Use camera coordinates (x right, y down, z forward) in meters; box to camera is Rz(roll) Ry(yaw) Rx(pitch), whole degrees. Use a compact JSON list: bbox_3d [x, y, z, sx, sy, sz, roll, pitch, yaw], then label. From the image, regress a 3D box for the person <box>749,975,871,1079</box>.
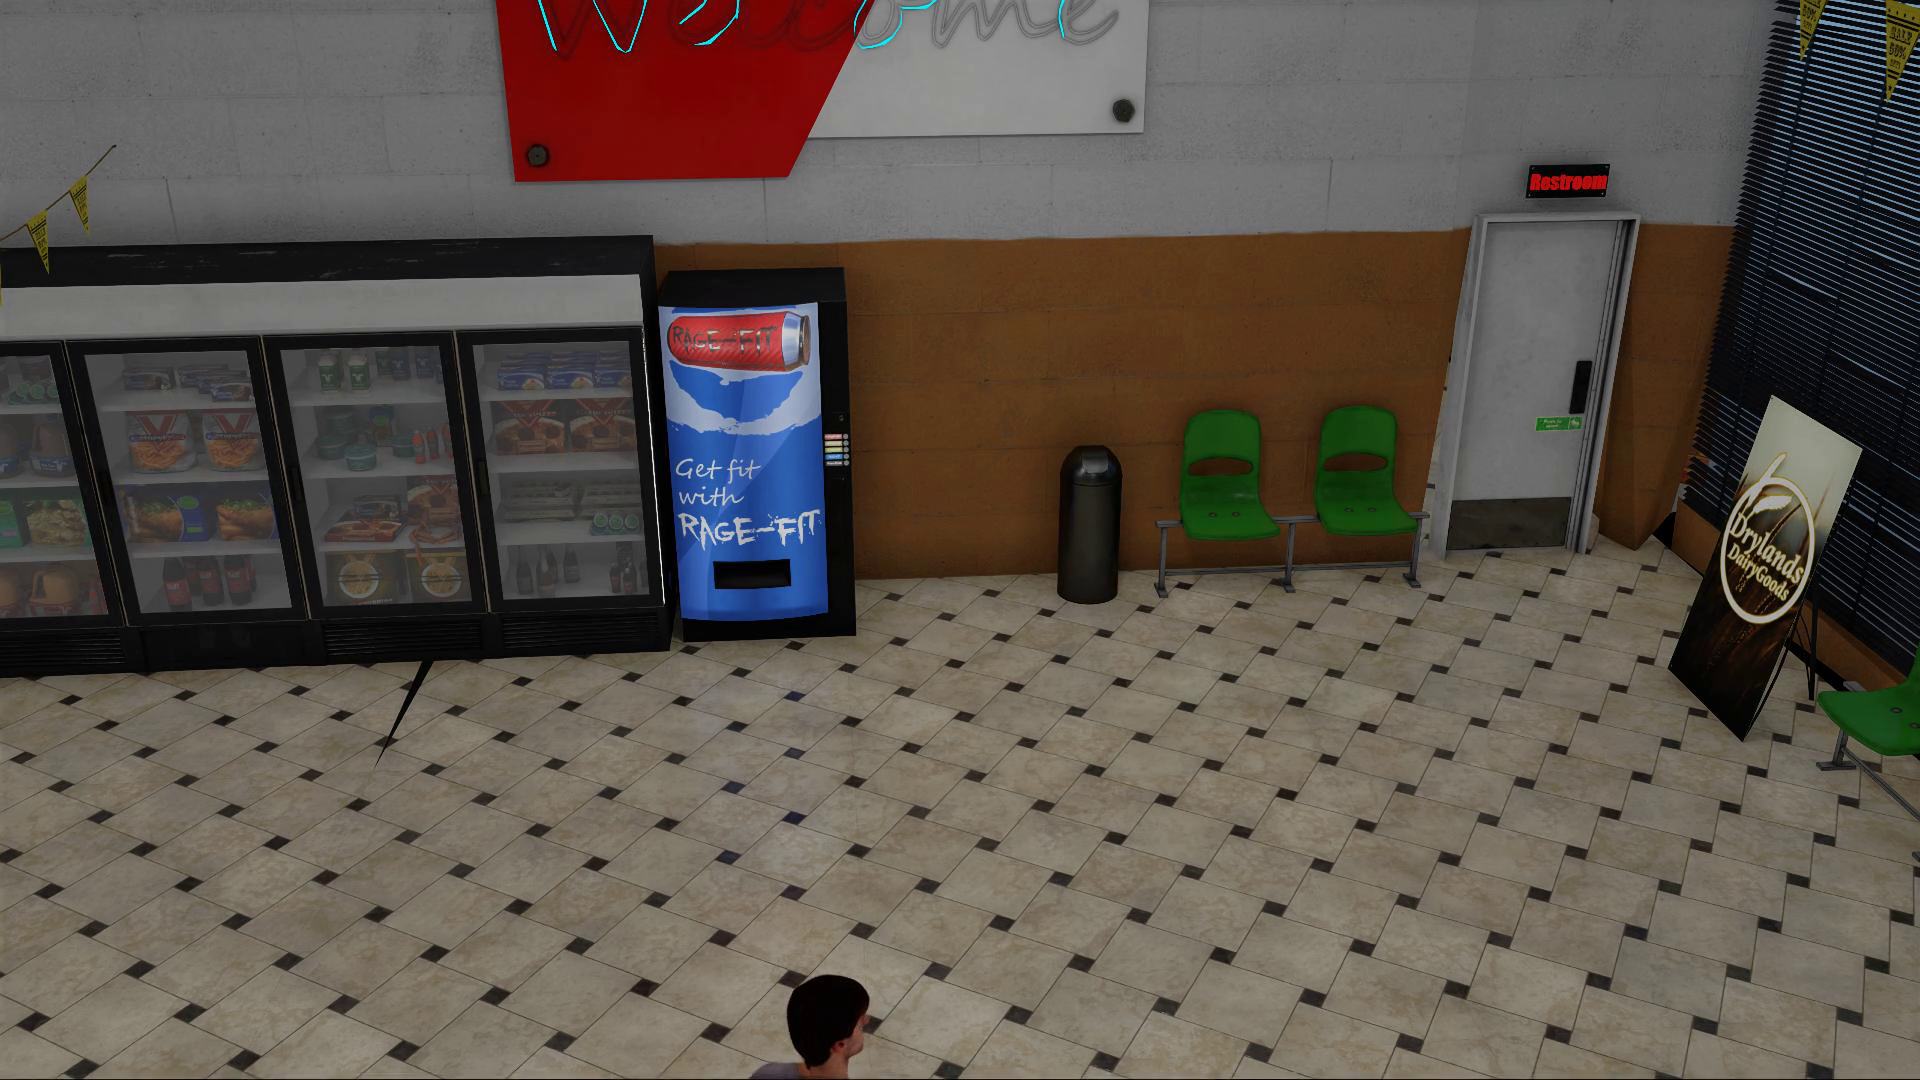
[{"bbox_3d":[-0.354,1.984,4.597,0.730,1.842,0.737,13,27,27],"label":"person"}]
